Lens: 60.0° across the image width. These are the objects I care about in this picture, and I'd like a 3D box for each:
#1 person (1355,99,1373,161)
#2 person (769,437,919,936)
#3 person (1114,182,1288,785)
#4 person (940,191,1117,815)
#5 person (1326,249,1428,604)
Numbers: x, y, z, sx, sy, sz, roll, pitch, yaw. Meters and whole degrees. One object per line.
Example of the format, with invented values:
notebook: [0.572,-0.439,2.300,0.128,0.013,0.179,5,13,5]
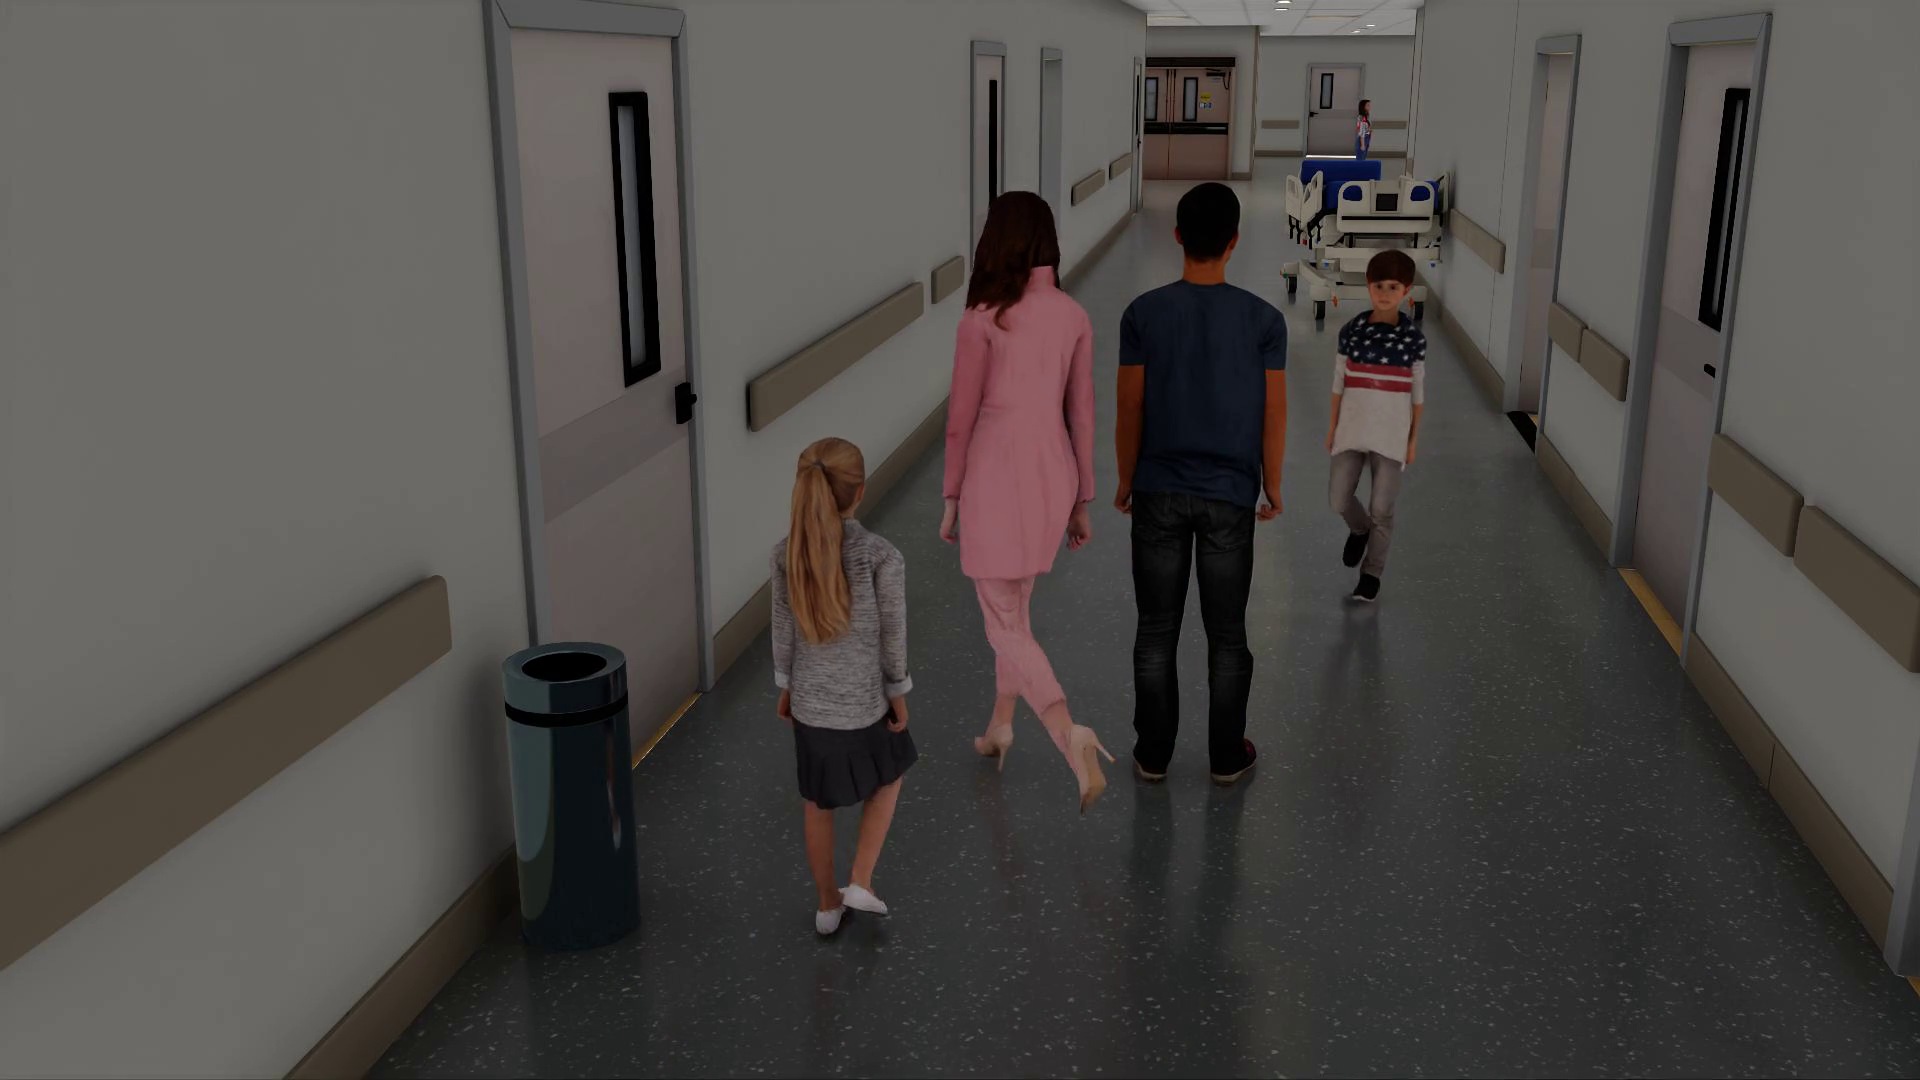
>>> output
person: [7.555,-7.445,31.235,0.581,1.612,0.637,7,17,22]
person: [-0.306,0.391,4.065,0.482,1.266,0.584,4,16,13]
person: [0.708,-0.150,4.995,0.451,1.809,0.710,3,16,9]
person: [0.205,-0.061,4.753,1.100,1.769,1.089,-9,18,-28]
person: [1.713,-0.480,6.862,0.738,1.432,0.705,7,17,25]
